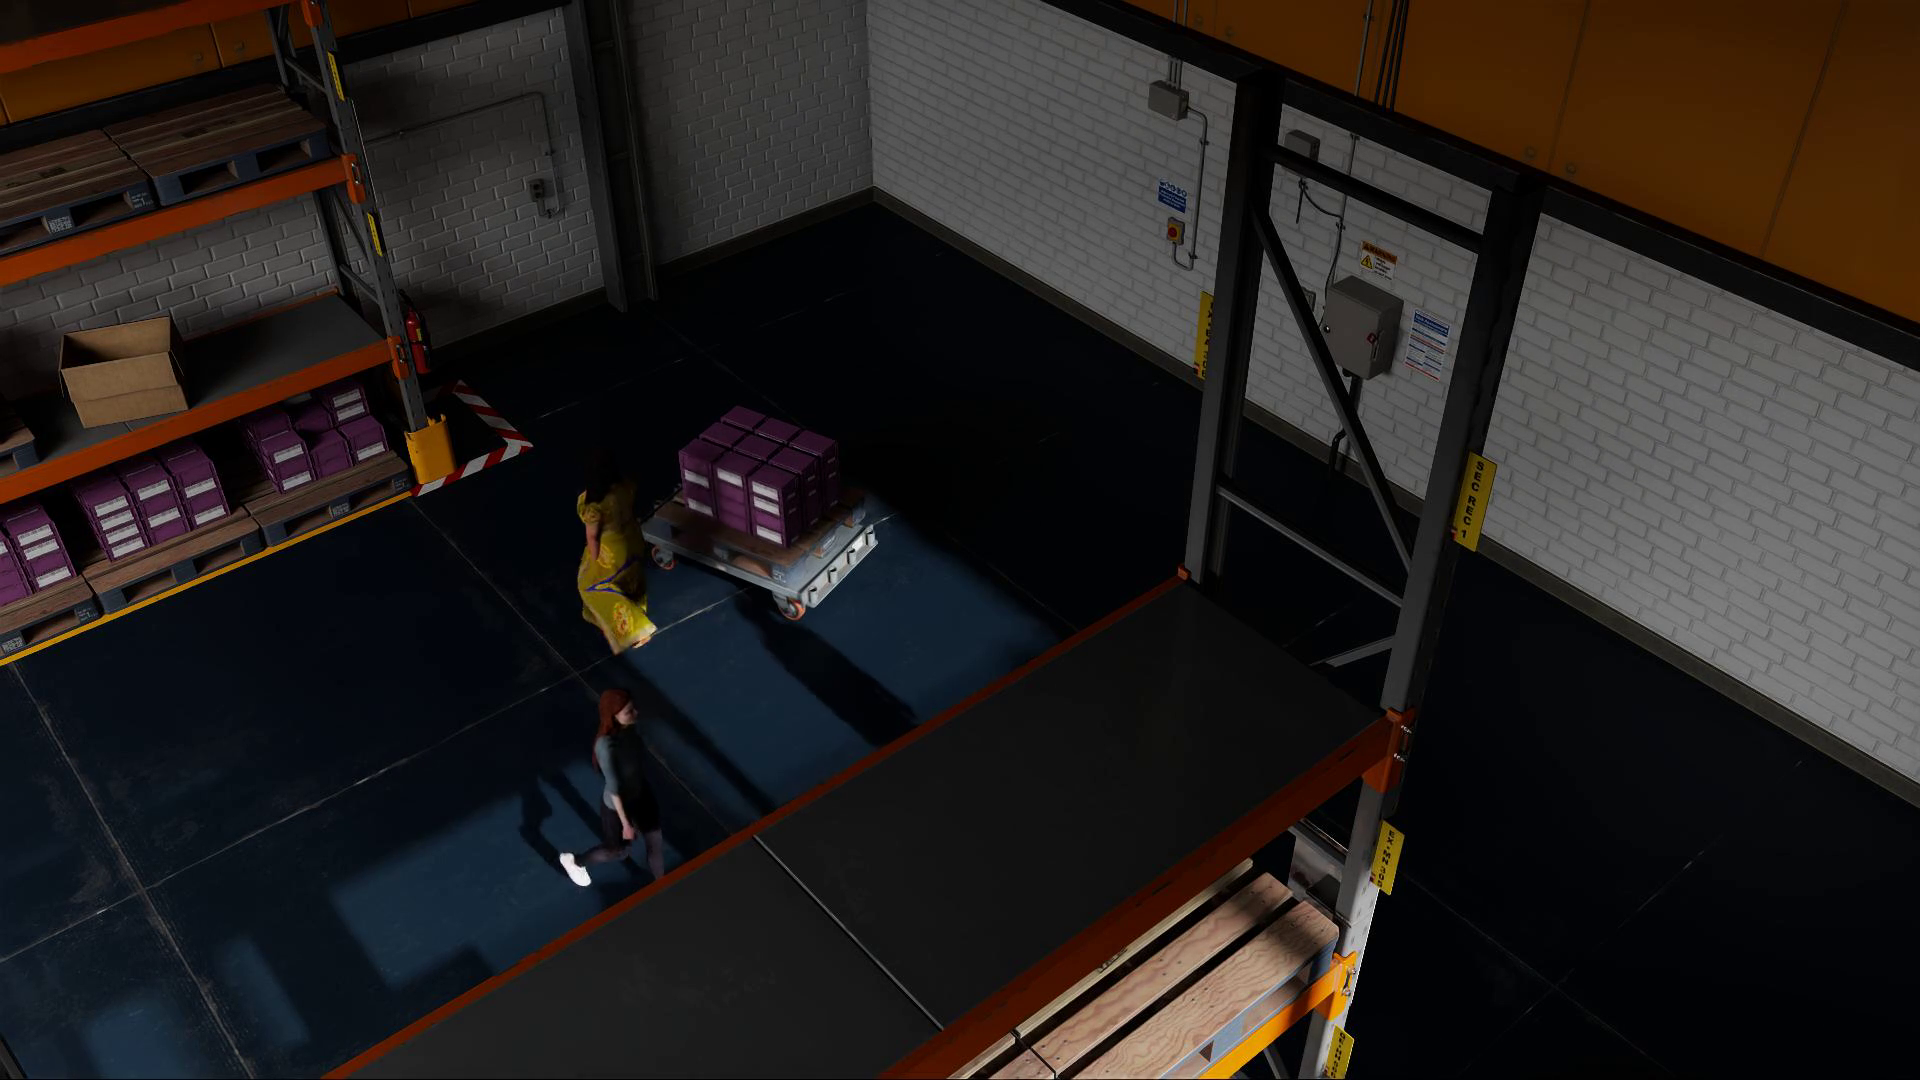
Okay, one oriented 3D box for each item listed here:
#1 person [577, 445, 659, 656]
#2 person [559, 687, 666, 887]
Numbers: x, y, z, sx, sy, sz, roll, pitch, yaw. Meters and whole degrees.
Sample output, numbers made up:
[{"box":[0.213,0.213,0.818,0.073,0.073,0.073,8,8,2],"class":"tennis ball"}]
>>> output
[{"box":[-2.297,0.105,11.383,1.024,1.638,1.015,18,42,22],"class":"person"},{"box":[-1.995,1.512,9.555,1.011,1.721,1.067,10,40,12],"class":"person"}]
